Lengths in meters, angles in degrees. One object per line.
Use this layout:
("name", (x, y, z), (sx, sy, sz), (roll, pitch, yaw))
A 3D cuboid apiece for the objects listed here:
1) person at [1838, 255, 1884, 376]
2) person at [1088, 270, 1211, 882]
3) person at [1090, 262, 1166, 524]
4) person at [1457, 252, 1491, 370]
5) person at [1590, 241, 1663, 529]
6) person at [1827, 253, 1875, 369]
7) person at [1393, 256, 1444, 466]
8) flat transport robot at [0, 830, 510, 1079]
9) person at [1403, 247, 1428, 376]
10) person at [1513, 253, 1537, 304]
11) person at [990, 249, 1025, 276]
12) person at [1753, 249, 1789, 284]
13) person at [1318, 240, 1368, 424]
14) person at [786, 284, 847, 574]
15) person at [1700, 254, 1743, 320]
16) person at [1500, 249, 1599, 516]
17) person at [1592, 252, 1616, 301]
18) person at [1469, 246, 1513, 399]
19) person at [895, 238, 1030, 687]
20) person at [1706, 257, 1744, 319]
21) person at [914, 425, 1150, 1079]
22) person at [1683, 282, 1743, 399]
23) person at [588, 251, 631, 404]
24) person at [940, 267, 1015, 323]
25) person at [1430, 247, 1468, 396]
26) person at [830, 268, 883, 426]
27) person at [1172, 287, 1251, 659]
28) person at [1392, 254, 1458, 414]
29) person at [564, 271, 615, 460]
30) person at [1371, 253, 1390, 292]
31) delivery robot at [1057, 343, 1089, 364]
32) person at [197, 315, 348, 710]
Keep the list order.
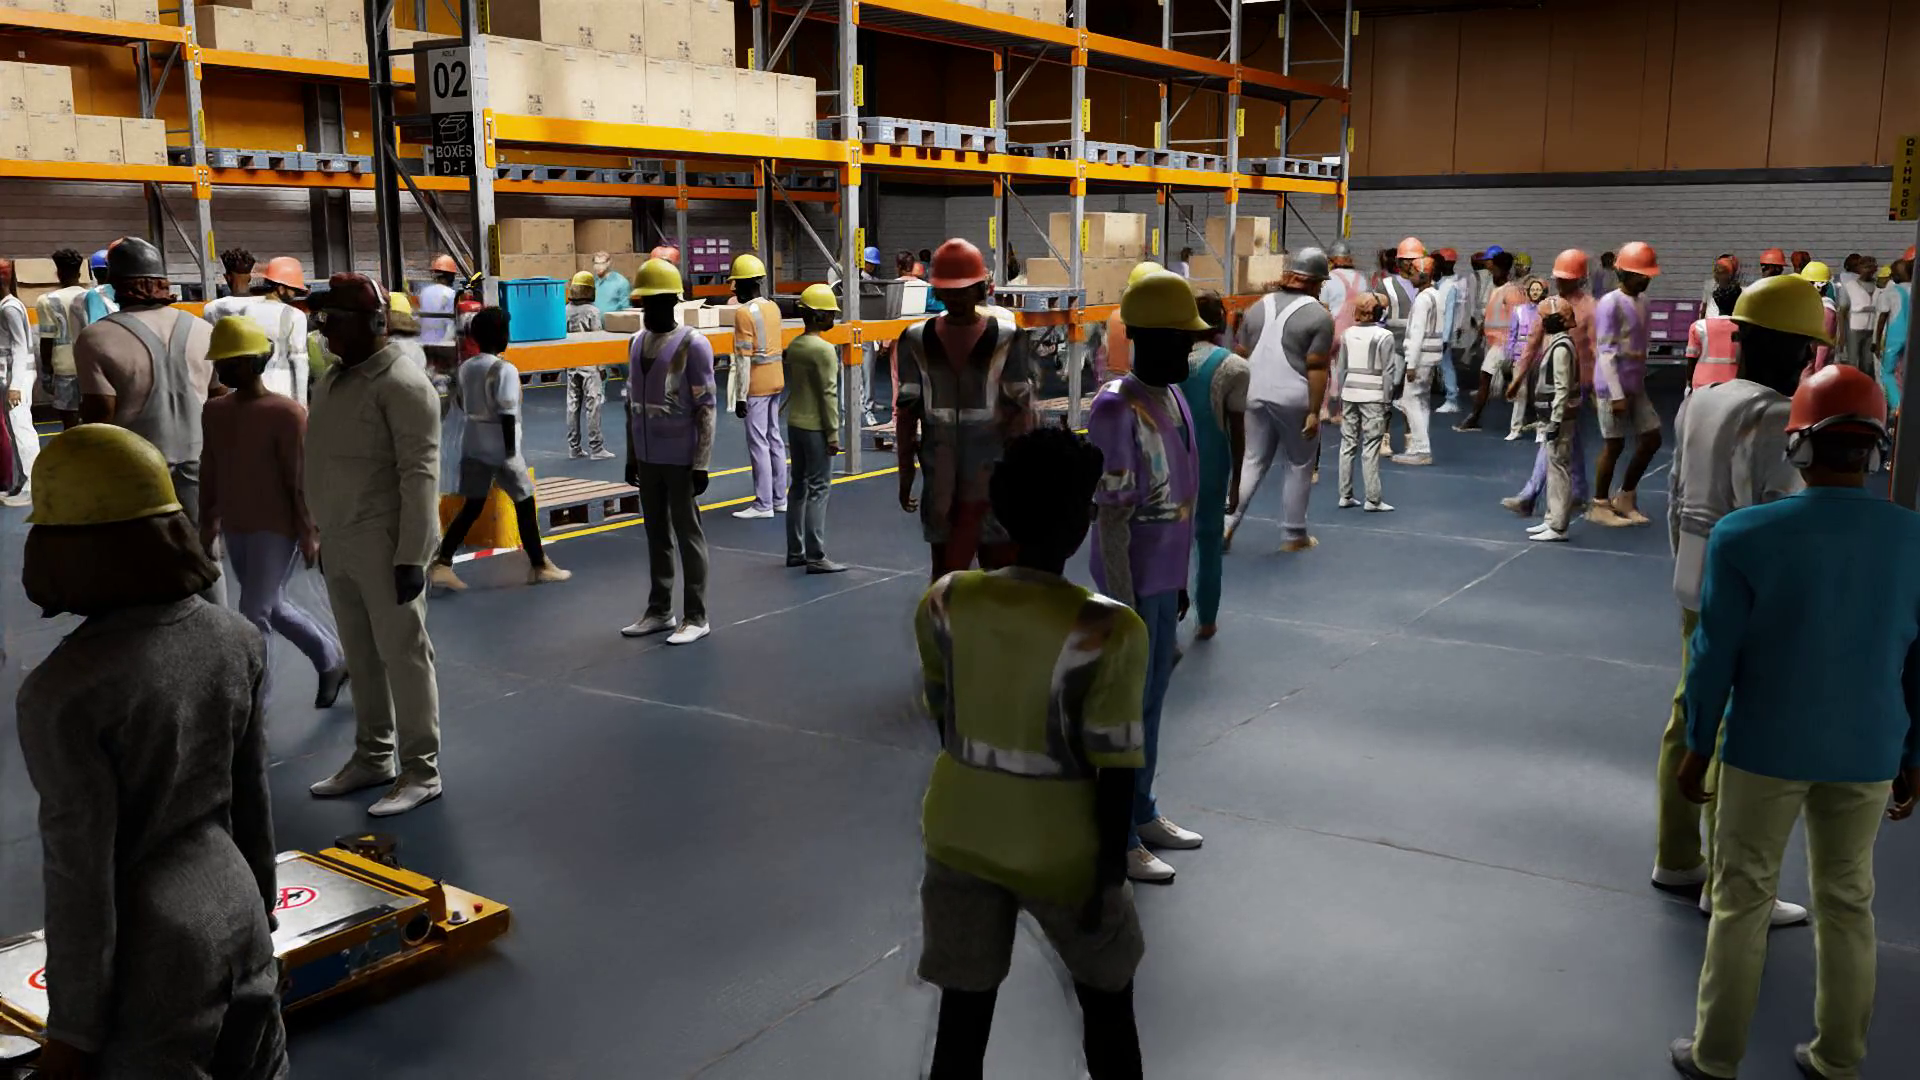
("person", (10.827, -2.486, 19.982), (0.573, 1.849, 0.404), (-1, 10, -8))
("person", (0.608, 0.109, 5.341), (0.366, 1.926, 0.593), (5, 11, 24))
("person", (1.131, -0.884, 10.976), (0.567, 1.884, 0.650), (-5, 12, -28))
("person", (8.013, -3.492, 25.562), (0.607, 1.823, 0.960), (-3, 11, -16))
("person", (4.658, -1.053, 11.556), (0.631, 2.005, 0.551), (-8, 13, -39))
("person", (11.963, -2.928, 22.408), (0.633, 1.843, 0.429), (3, 11, 16))
("person", (4.135, -1.605, 14.989), (0.395, 1.879, 0.598), (6, 12, 29))
("flat transport robot", (-1.980, 1.107, 4.403), (0.652, 0.197, 1.431), (7, 13, 36))
("person", (6.792, -3.402, 24.803), (0.589, 1.924, 0.384), (8, 13, 39))
("person", (8.123, -3.232, 24.114), (0.403, 1.833, 0.591), (-1, 10, -8))
("person", (0.725, -3.581, 25.789), (0.593, 1.925, 0.381), (-1, 10, -6))
("person", (8.938, -2.262, 18.491), (0.390, 1.929, 0.548), (3, 11, 17))
("person", (4.096, -2.276, 18.241), (0.700, 2.000, 0.620), (-5, 11, -26))
("person", (-0.879, -0.677, 10.171), (0.340, 1.760, 0.526), (-6, 12, -32))
("person", (9.231, -2.539, 20.219), (0.329, 1.861, 0.504), (-9, 14, -42))
("person", (4.331, -1.141, 12.207), (0.978, 1.936, 0.647), (-3, 11, -18))
("person", (10.190, -3.636, 26.349), (0.481, 1.834, 0.531), (-5, 11, -24))
("person", (6.833, -2.786, 21.321), (0.392, 1.949, 0.602), (-1, 10, -6))
("person", (0.004, -0.318, 7.444), (0.611, 2.030, 0.409), (2, 10, 10))
("person", (7.605, -1.871, 16.503), (0.556, 1.865, 0.585), (0, 10, -3))
("person", (0.189, 0.595, 3.376), (0.544, 1.661, 0.817), (6, 12, 30))
("person", (6.088, -1.213, 13.328), (0.537, 1.694, 0.320), (4, 11, 23))
("person", (-4.367, -2.642, 20.690), (0.652, 1.893, 0.584), (2, 10, 11))
("person", (0.121, -1.054, 12.045), (0.560, 1.836, 0.386), (-1, 10, -8))
("person", (6.244, -2.809, 21.524), (0.653, 1.918, 0.567), (-10, 14, -43))
("person", (-1.126, -2.197, 18.186), (0.592, 1.909, 0.404), (-2, 10, -10))
("person", (1.148, -0.329, 8.140), (0.505, 1.807, 0.945), (2, 10, 12))
("person", (5.478, -2.376, 19.303), (1.030, 1.856, 0.613), (-5, 11, -27))
("person", (-3.463, -1.611, 15.406), (0.484, 1.736, 0.307), (5, 11, 26))
("person", (6.366, -3.407, 25.097), (0.356, 1.838, 0.500), (-3, 11, -19))
("delivery robot", (1.800, -2.994, 26.081), (0.477, 0.478, 0.707), (5, 11, 25))
("person", (-2.841, -0.061, 6.826), (0.534, 1.732, 0.848), (5, 11, 24))
